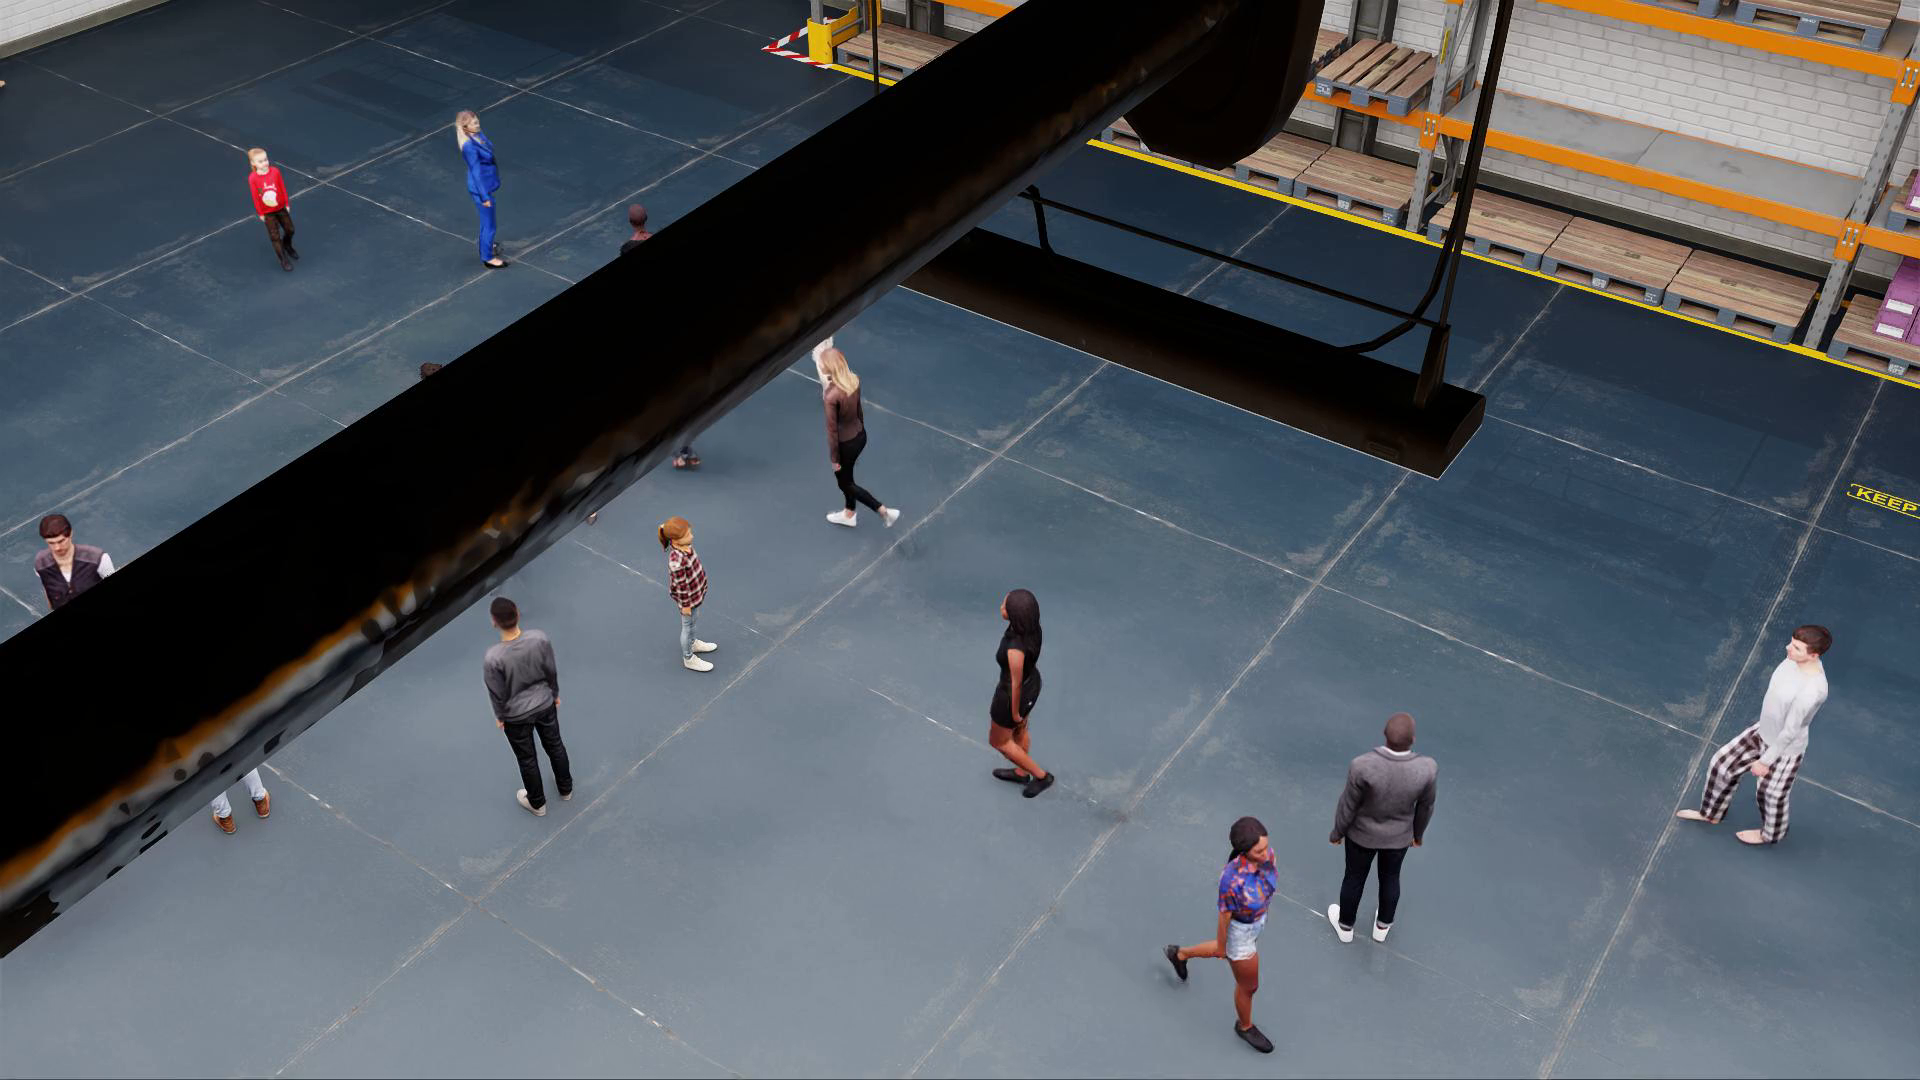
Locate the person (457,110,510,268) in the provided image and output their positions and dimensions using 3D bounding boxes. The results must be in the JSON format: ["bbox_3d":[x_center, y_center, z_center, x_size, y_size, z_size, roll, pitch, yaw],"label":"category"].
[{"bbox_3d":[-4.741,-3.480,16.442,0.907,1.682,0.839,-12,40,-15],"label":"person"}]

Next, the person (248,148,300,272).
[{"bbox_3d":[-6.875,-3.320,16.568,0.558,1.275,0.617,-29,47,-31],"label":"person"}]

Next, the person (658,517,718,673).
[{"bbox_3d":[-1.965,0.363,11.932,0.664,1.306,0.625,1,39,1],"label":"person"}]

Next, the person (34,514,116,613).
[{"bbox_3d":[-5.854,0.527,11.312,1.051,1.823,1.130,-8,39,-9],"label":"person"}]

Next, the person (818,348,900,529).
[{"bbox_3d":[-0.812,-0.723,12.995,0.966,1.677,0.768,18,42,21],"label":"person"}]

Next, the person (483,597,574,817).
[{"bbox_3d":[-2.779,1.064,10.685,0.676,1.766,0.640,-26,45,-29],"label":"person"}]

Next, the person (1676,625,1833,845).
[{"bbox_3d":[5.218,1.249,10.406,1.010,1.825,0.878,5,39,6],"label":"person"}]

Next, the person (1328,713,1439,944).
[{"bbox_3d":[2.480,1.728,9.814,0.727,1.816,0.858,3,39,3],"label":"person"}]

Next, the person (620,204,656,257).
[{"bbox_3d":[-2.703,-2.093,14.689,0.972,1.703,1.206,-18,42,-21],"label":"person"}]

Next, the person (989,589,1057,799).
[{"bbox_3d":[0.463,1.021,10.770,0.790,1.727,0.716,10,40,12],"label":"person"}]

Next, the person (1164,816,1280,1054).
[{"bbox_3d":[1.518,2.146,9.371,1.059,1.716,0.652,29,47,31],"label":"person"}]
